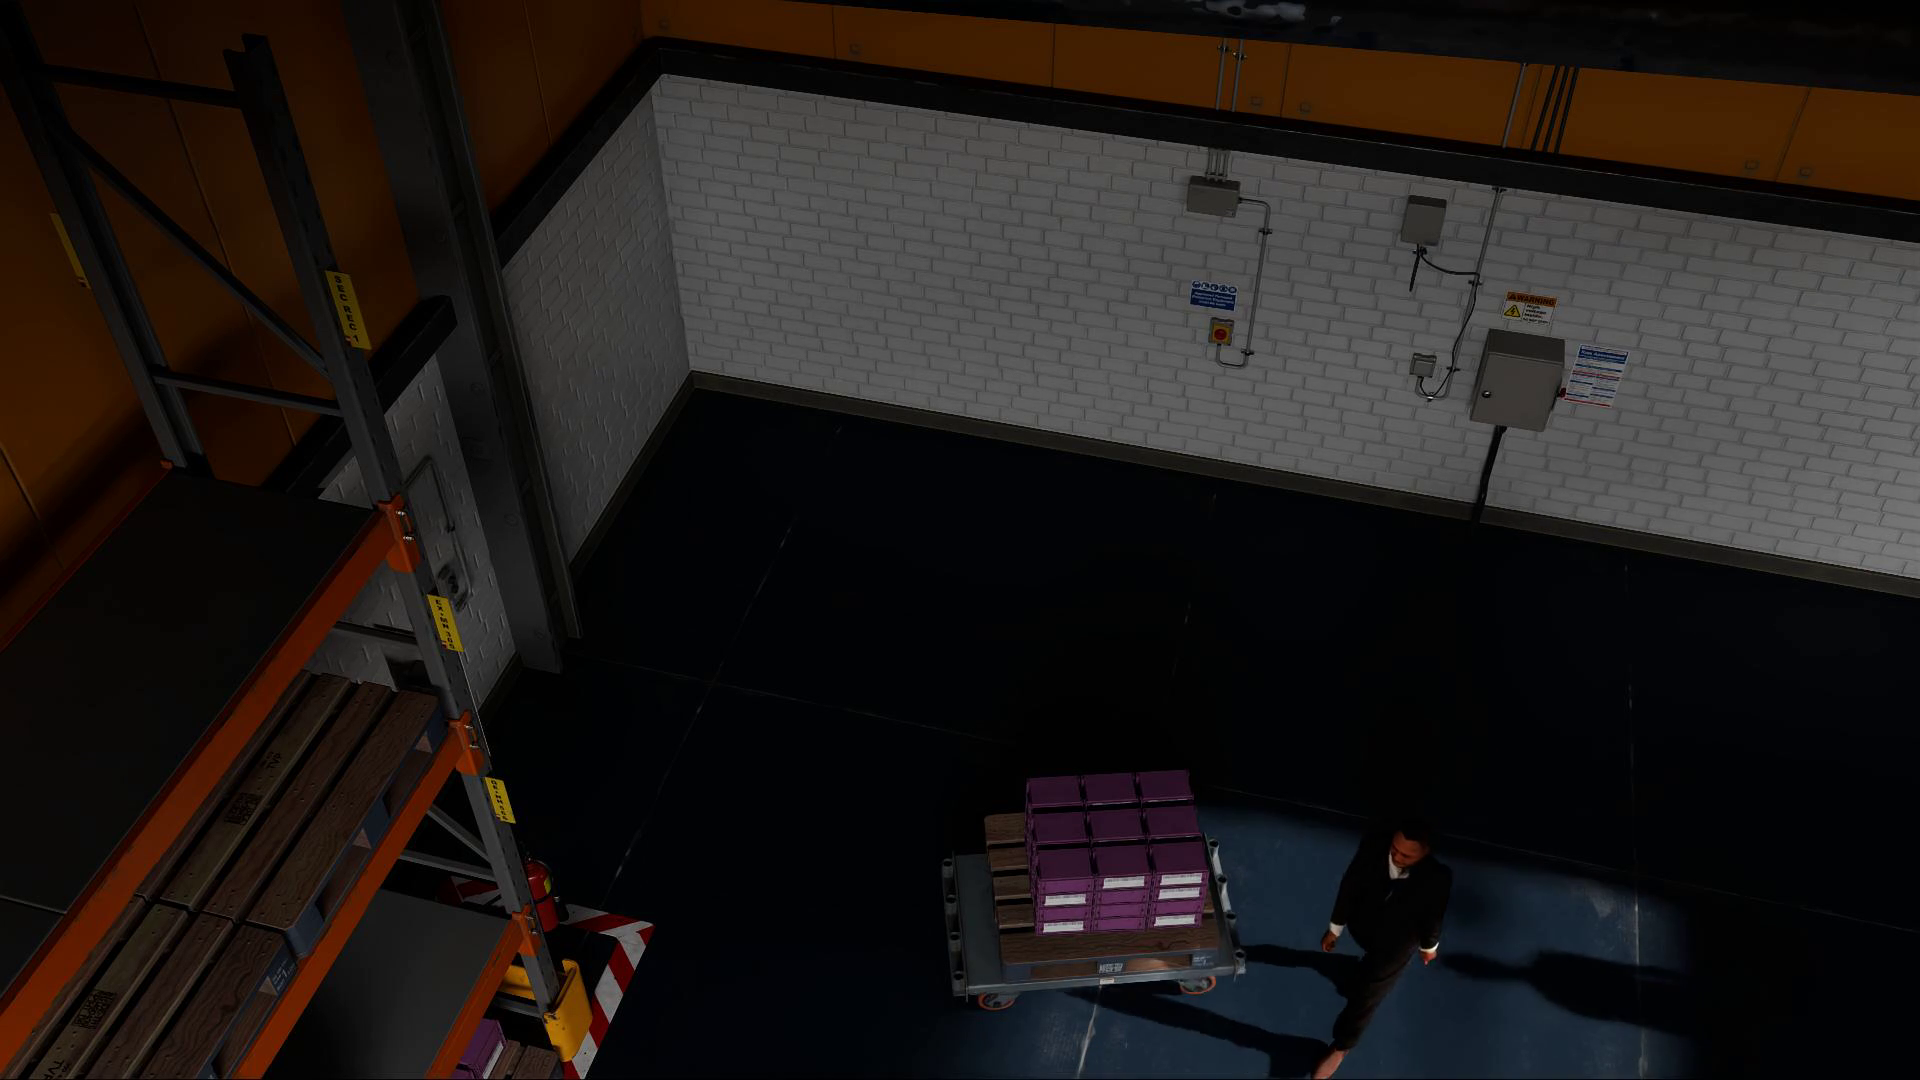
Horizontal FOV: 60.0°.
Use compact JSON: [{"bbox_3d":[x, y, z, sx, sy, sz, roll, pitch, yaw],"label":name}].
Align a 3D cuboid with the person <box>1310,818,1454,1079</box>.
[{"bbox_3d":[2.295,1.993,8.828,1.310,1.861,1.118,-32,52,-29],"label":"person"}]
